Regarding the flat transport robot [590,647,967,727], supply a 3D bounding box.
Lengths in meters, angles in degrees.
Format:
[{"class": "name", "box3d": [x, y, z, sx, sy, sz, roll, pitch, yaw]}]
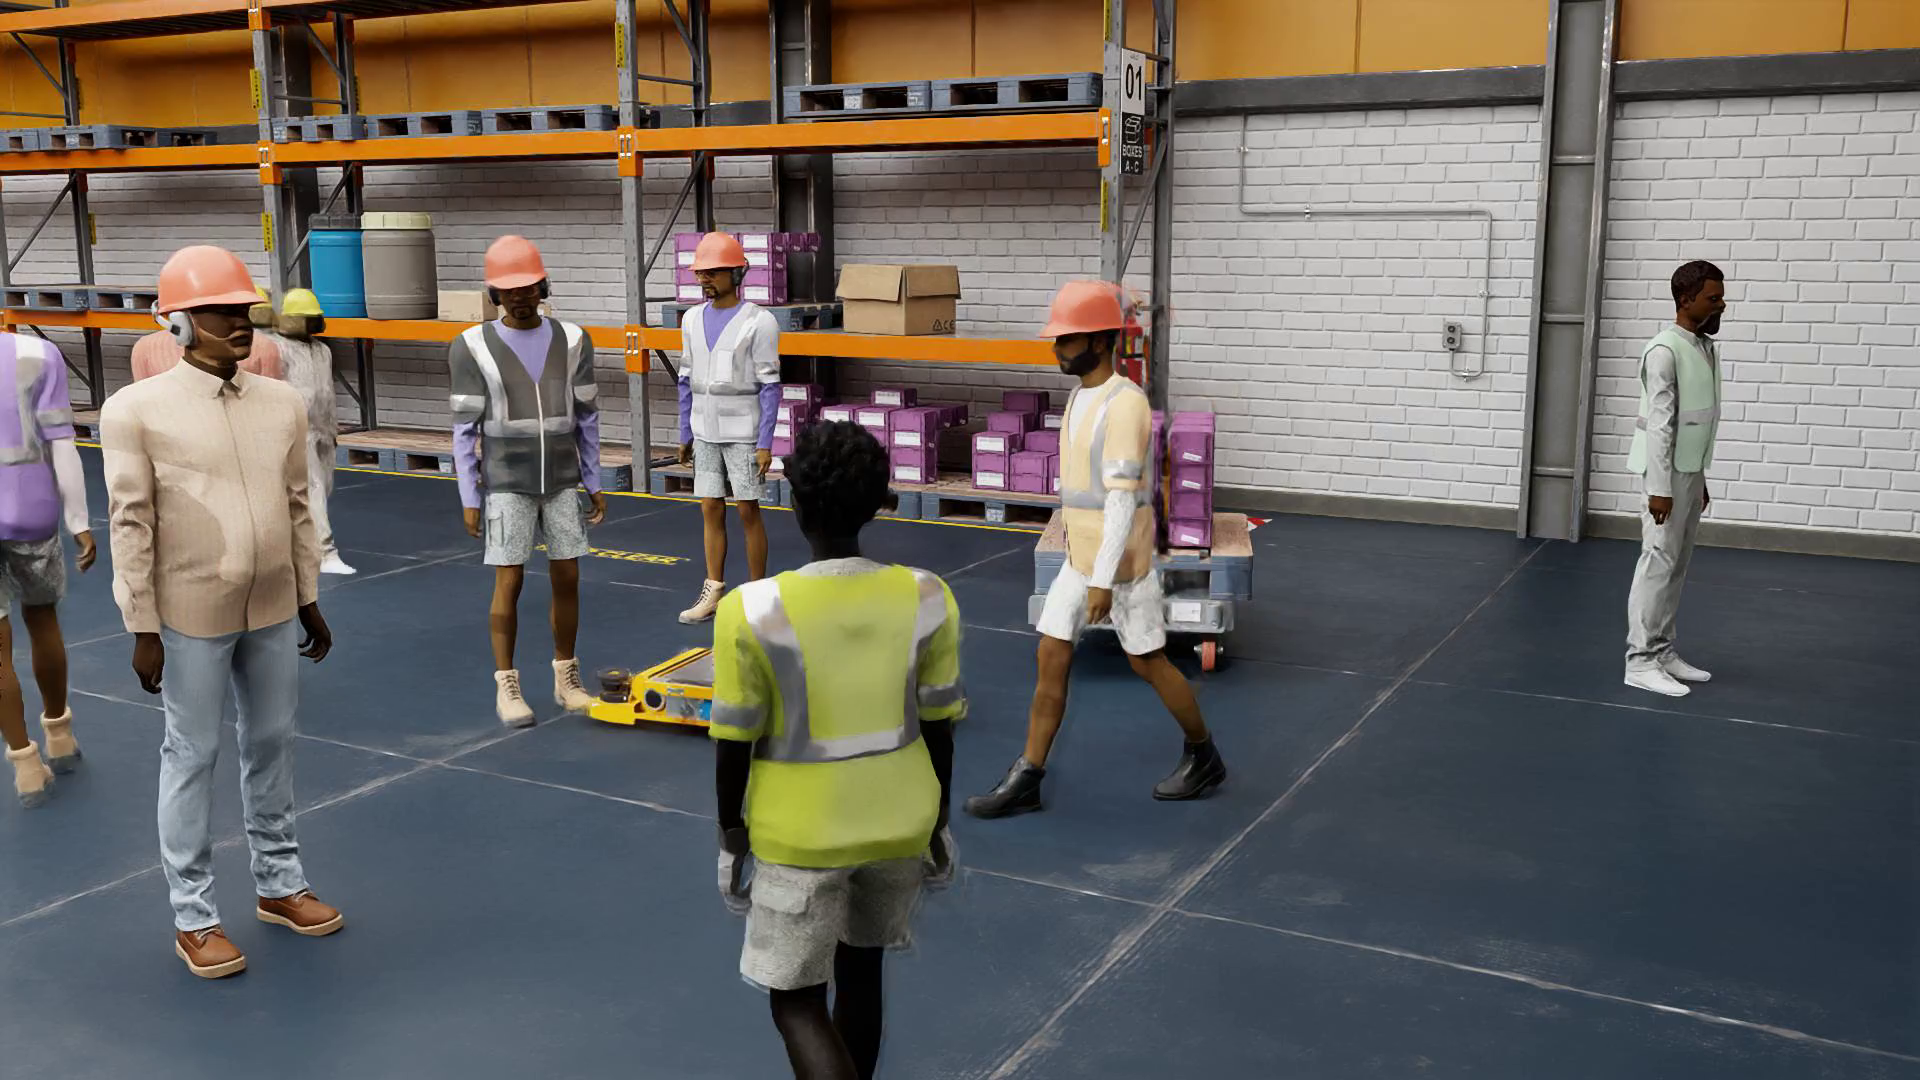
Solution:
[{"class": "flat transport robot", "box3d": [-0.751, 0.639, 6.923, 1.431, 0.197, 0.652, 4, 11, 20]}]

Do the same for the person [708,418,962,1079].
[{"class": "person", "box3d": [-0.214, 0.599, 3.313, 0.539, 1.673, 0.739, -5, 11, -26]}]

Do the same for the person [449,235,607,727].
[{"class": "person", "box3d": [-1.781, -0.241, 6.926, 0.619, 2.031, 0.402, -7, 12, -33]}]

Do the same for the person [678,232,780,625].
[{"class": "person", "box3d": [-1.213, -0.551, 8.587, 0.607, 2.044, 0.378, 6, 12, 28]}]

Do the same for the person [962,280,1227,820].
[{"class": "person", "box3d": [0.532, 0.041, 5.813, 1.012, 1.888, 0.561, -4, 11, -22]}]

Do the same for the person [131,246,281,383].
[{"class": "person", "box3d": [-3.192, -0.252, 7.123, 0.609, 1.985, 0.409, -3, 11, -14]}]

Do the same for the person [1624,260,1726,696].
[{"class": "person", "box3d": [3.201, -0.281, 7.448, 0.380, 1.918, 0.596, 8, 13, 39]}]

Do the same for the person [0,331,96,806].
[{"class": "person", "box3d": [-3.531, -0.073, 6.066, 0.636, 2.003, 0.833, -6, 12, -31]}]

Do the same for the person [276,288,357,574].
[{"class": "person", "box3d": [-4.001, -0.659, 10.069, 0.708, 1.723, 0.489, 4, 11, 20]}]

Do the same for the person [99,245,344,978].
[{"class": "person", "box3d": [-2.044, 0.190, 4.647, 0.376, 1.997, 0.612, 6, 12, 31]}]
